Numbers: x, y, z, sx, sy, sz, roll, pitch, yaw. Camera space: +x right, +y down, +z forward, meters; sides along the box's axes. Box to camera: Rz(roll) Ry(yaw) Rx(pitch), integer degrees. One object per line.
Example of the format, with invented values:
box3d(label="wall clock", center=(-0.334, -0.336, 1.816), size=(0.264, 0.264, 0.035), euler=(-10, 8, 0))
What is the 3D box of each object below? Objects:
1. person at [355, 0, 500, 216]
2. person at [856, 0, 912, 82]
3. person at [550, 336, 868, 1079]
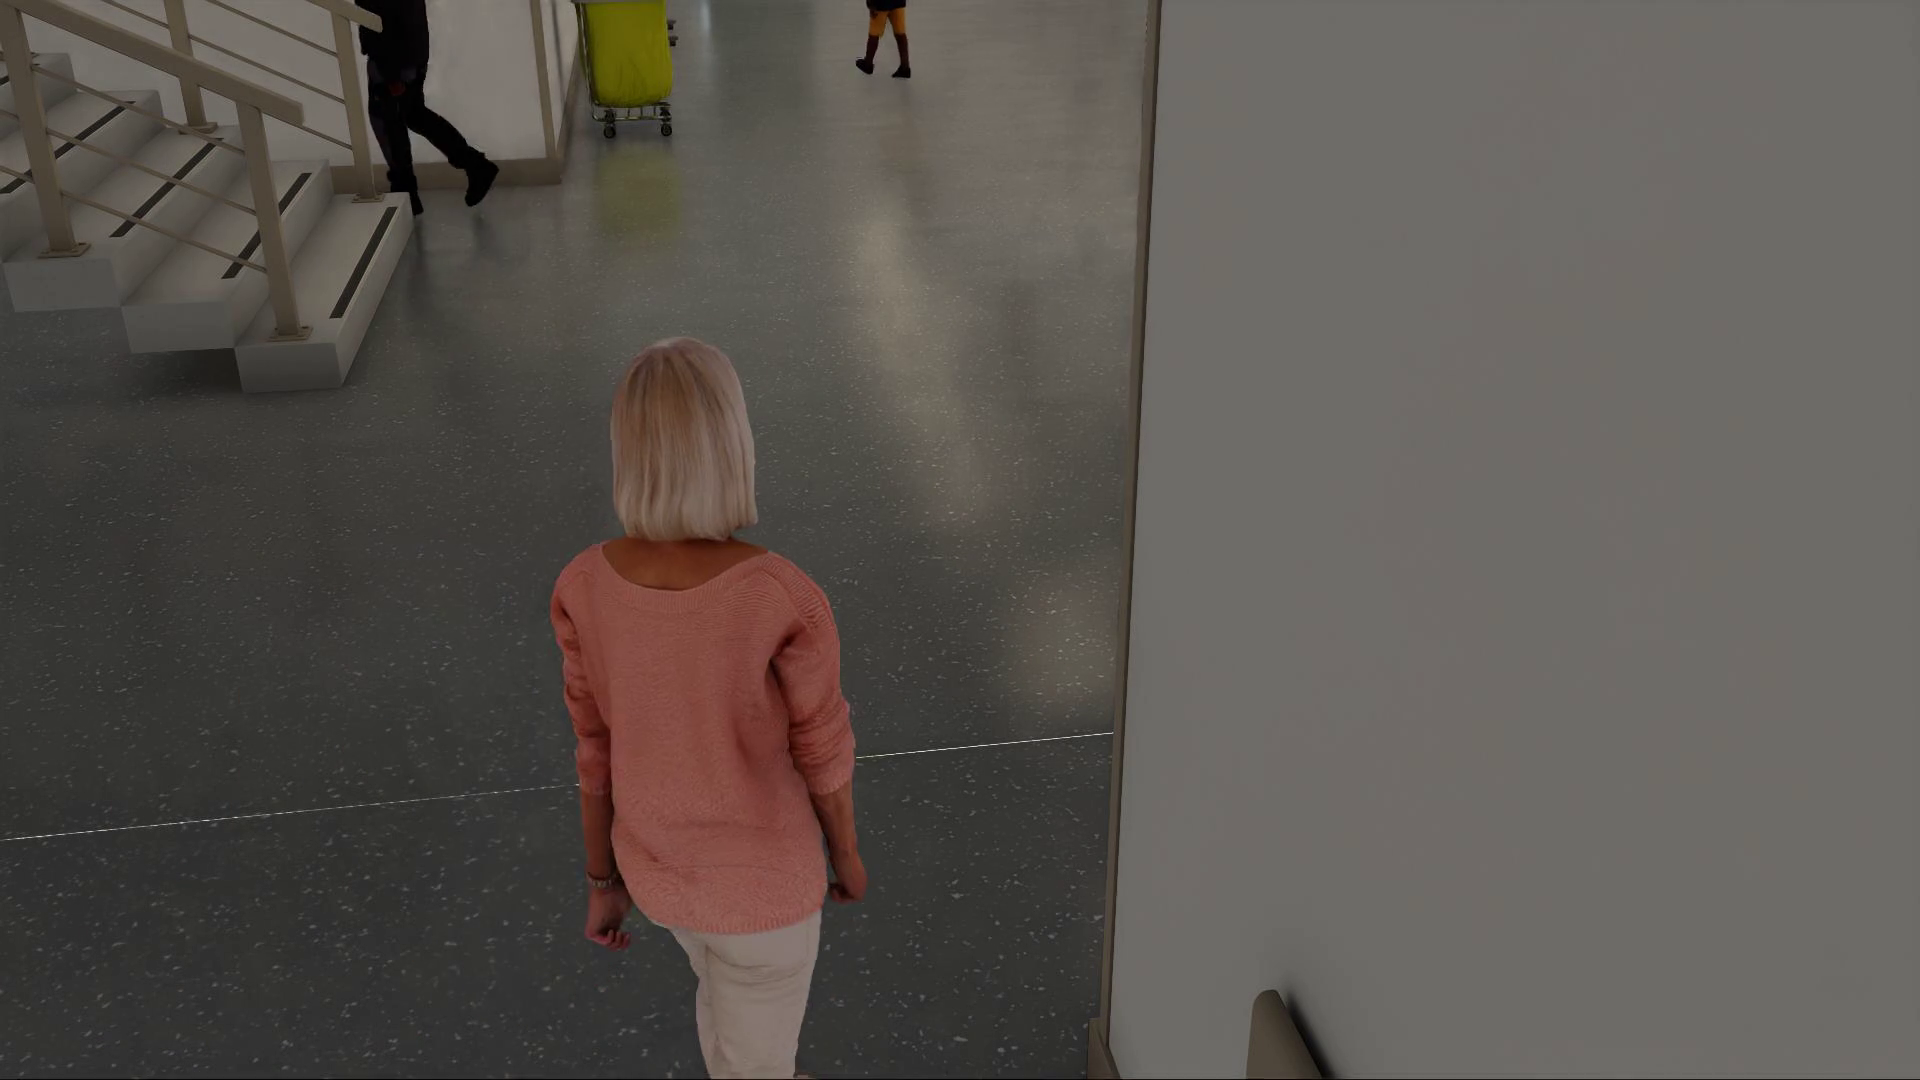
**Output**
box3d(label="person", center=(-2.991, -2.664, 9.142), size=(1.067, 1.801, 0.831), euler=(2, 26, 4))
box3d(label="person", center=(-0.530, -4.197, 12.968), size=(0.889, 1.240, 0.829), euler=(-18, 31, -32))
box3d(label="person", center=(-0.397, 0.565, 2.570), size=(1.119, 1.694, 1.000), euler=(8, 27, 17))
